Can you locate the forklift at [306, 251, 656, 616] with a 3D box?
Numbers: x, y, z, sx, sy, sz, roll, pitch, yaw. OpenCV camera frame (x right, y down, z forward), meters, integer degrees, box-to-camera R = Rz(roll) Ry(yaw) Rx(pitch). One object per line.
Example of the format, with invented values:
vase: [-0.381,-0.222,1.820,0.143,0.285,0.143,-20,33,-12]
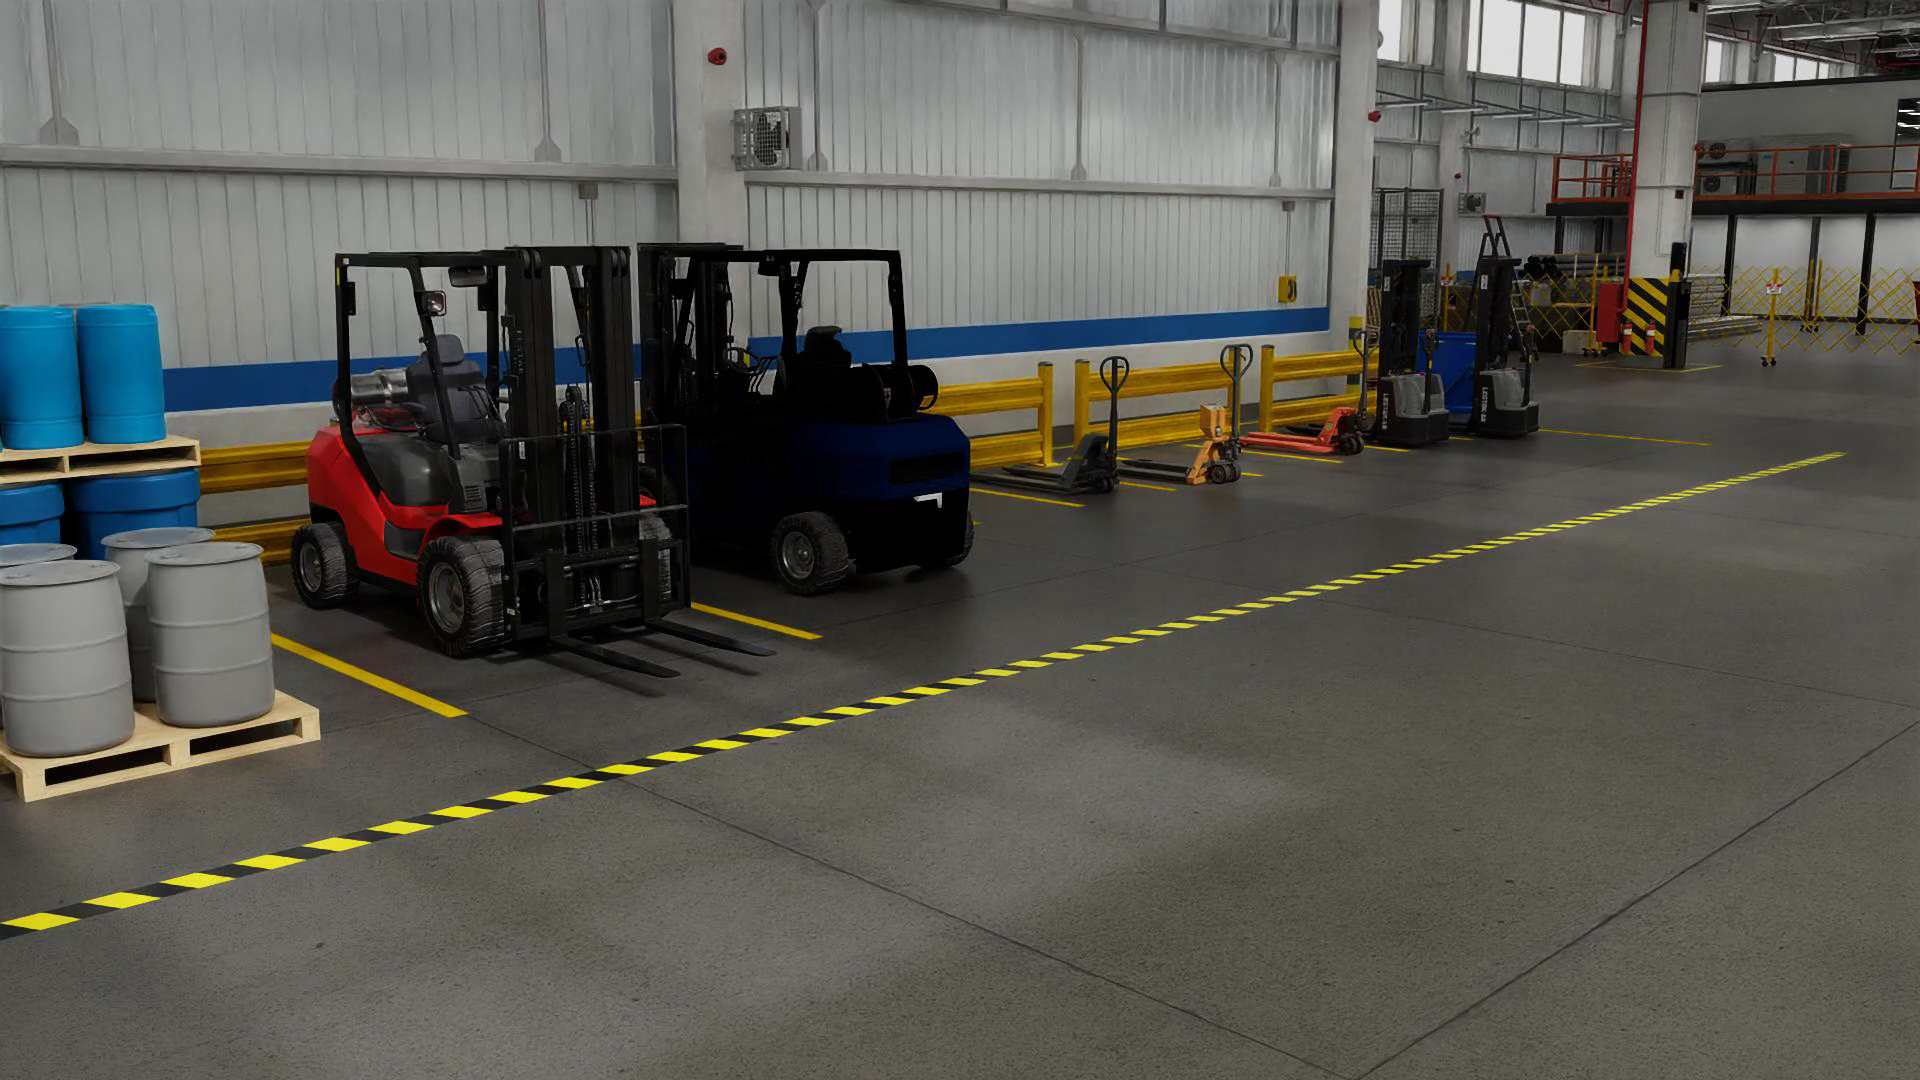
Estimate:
forklift: [-2.833,-0.669,9.694,1.157,1.987,2.680,-10,14,-44]

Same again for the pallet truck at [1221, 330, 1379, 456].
pallet truck: [3.563,-1.581,17.381,0.653,1.274,1.630,-10,14,-44]

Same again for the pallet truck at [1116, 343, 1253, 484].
pallet truck: [1.962,-1.215,15.415,1.522,1.261,0.704,10,14,43]

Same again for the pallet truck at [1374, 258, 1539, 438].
pallet truck: [5.704,-2.208,18.901,1.885,1.965,0.823,10,14,43]

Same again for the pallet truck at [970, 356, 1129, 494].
pallet truck: [0.784,-1.085,14.876,0.680,1.201,1.601,-10,14,-44]

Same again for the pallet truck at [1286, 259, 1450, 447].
pallet truck: [4.493,-2.078,18.196,0.823,1.965,1.885,-9,14,-40]

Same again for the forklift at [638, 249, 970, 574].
forklift: [-1.173,-0.958,11.239,2.680,1.987,1.157,10,14,43]
